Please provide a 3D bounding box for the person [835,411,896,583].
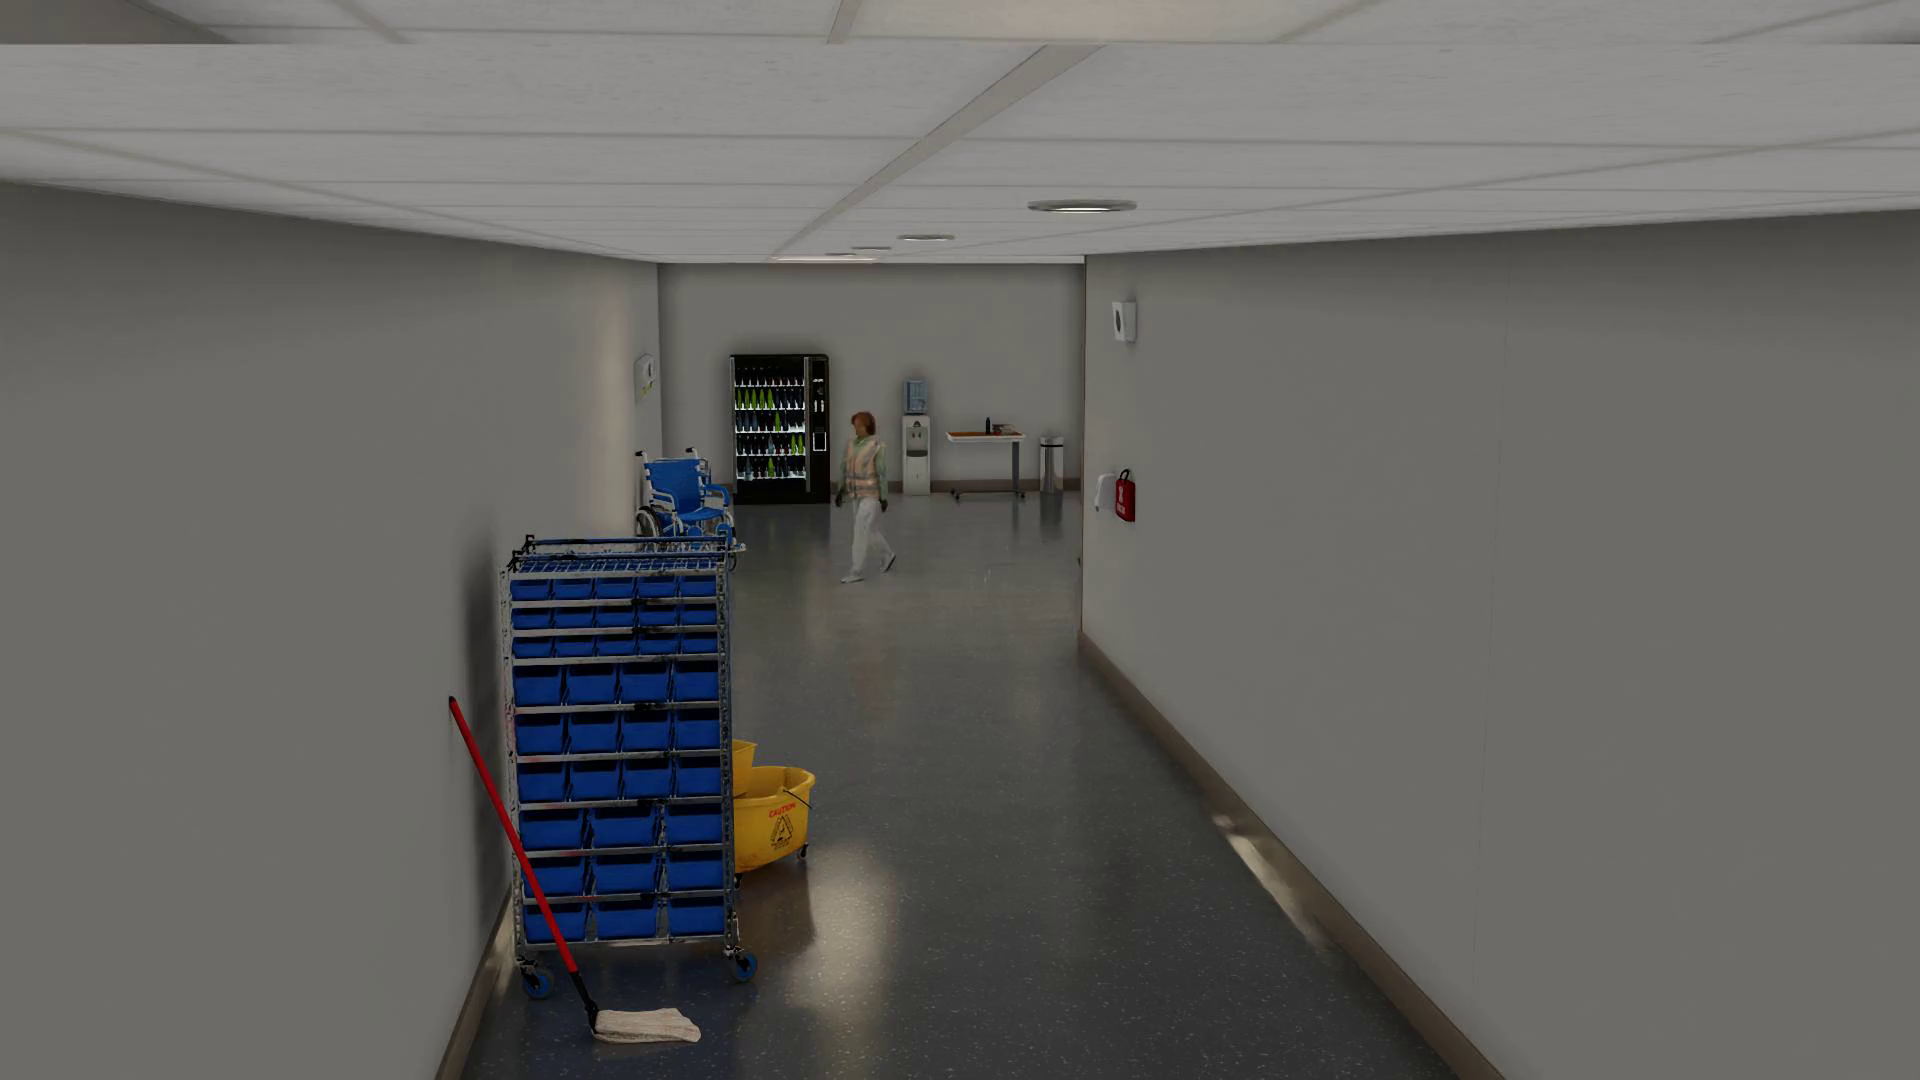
[{"bbox_3d":[-0.862,-0.430,15.770,0.515,1.606,0.808,9,12,43],"label":"person"}]
